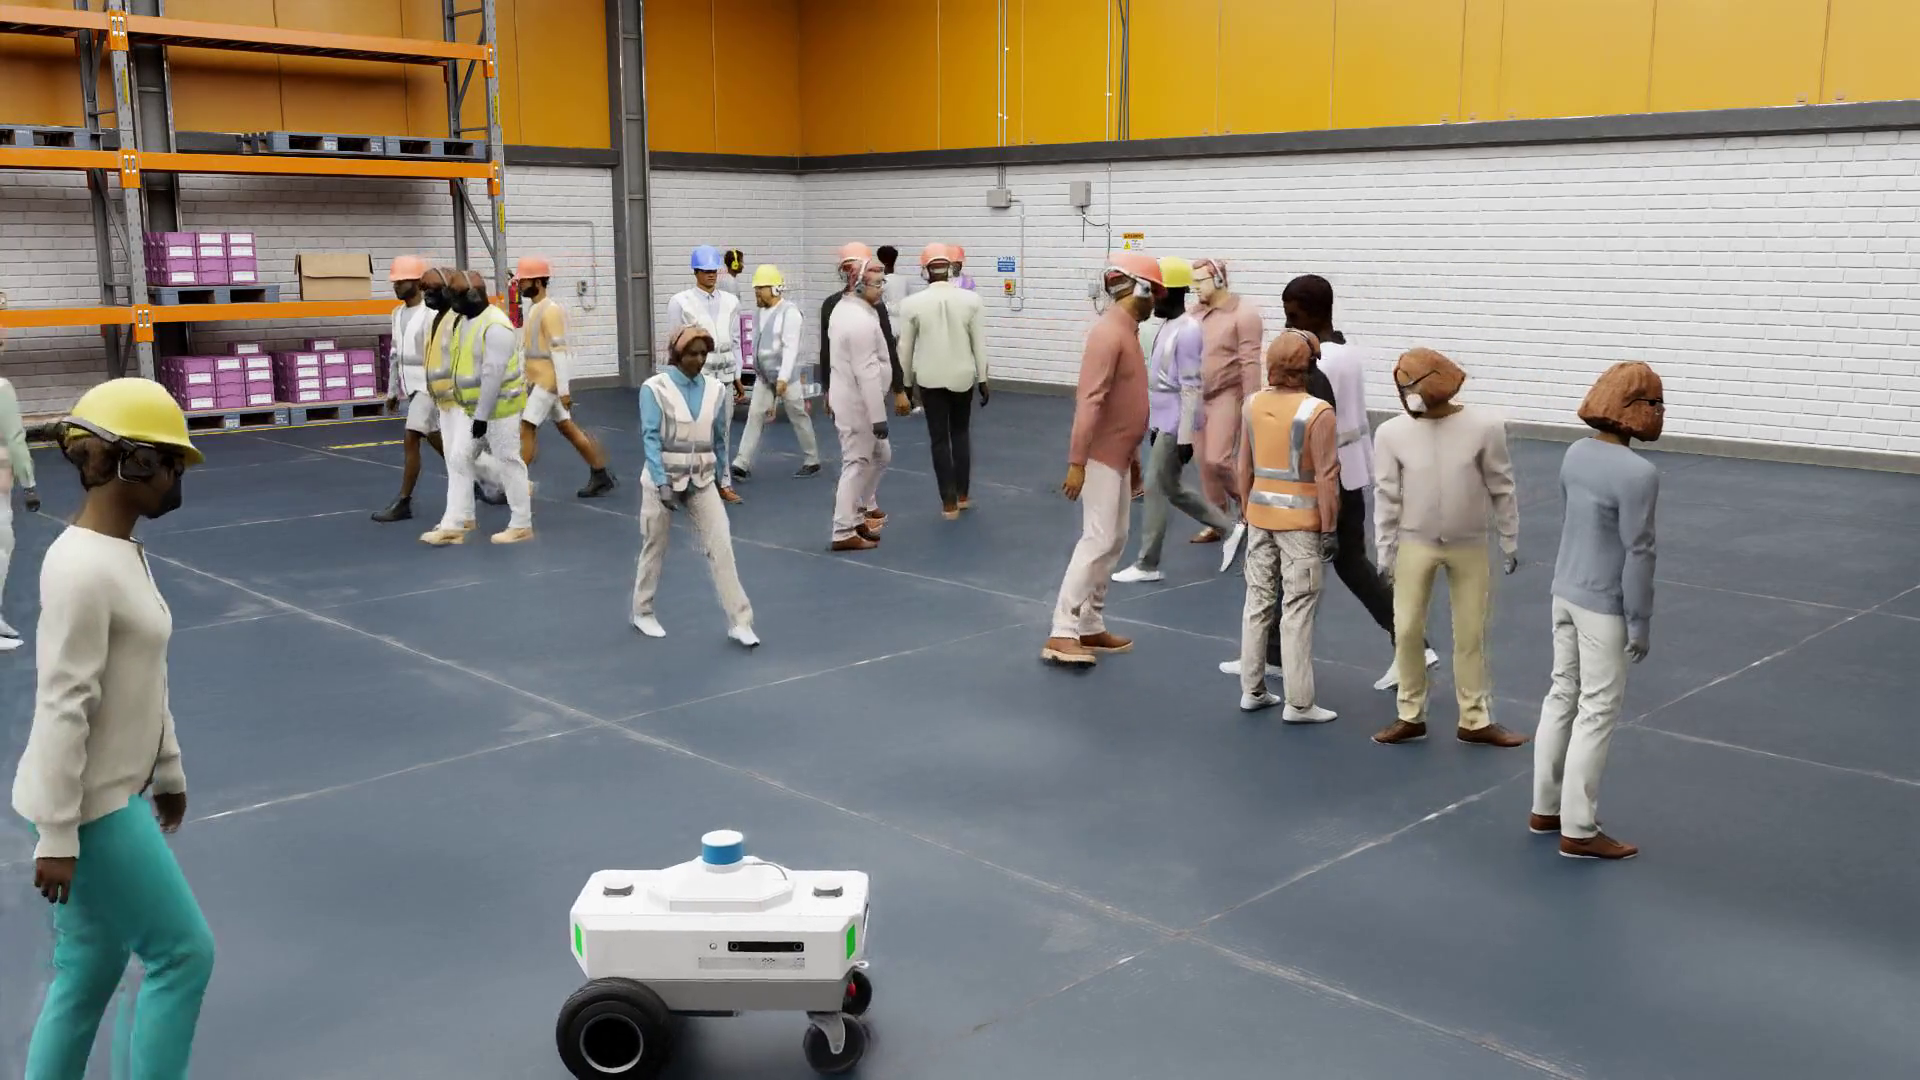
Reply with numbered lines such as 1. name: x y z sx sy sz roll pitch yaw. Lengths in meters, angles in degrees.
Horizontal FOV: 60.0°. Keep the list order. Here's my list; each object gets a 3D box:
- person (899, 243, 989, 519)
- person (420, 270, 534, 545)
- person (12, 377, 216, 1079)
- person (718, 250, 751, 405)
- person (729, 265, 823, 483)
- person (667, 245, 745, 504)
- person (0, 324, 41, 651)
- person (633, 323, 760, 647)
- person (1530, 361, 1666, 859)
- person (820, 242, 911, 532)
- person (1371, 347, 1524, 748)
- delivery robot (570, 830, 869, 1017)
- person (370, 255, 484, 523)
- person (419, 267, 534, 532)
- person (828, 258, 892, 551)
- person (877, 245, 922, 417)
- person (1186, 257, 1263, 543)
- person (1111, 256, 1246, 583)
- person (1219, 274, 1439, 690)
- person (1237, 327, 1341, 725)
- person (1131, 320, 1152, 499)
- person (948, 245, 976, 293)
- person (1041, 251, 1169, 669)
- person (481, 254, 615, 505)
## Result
1. person: -0.133 -1.157 12.071 0.631 1.954 0.816 -2 11 -9
2. person: -3.131 -0.824 10.716 0.836 1.791 0.657 -9 14 -42
3. person: -1.746 0.537 3.444 0.564 1.722 0.555 -5 11 -23
4. person: -2.765 -2.521 19.800 0.584 1.856 0.541 -4 11 -23
5. person: -1.525 -1.354 13.649 0.606 1.781 0.948 10 14 43
6. person: -1.889 -1.217 12.431 0.614 1.947 0.388 -8 13 -37
7. person: -4.717 -0.260 8.099 0.541 1.621 0.490 5 11 25
8. person: -1.357 -0.271 8.240 0.516 1.598 0.782 -8 13 -37
9. person: 2.098 0.229 5.445 0.299 1.623 0.490 -2 11 -9
10. person: -0.629 -1.026 11.322 0.555 1.969 0.691 -8 13 -37
11. person: 1.929 0.053 6.470 0.643 1.598 0.334 3 11 15
12. delivery robot: -0.579 0.961 4.103 0.707 0.478 0.477 0 10 1
13. person: -3.858 -1.110 12.033 0.567 1.891 0.987 8 13 39
14. person: -3.327 -0.946 11.328 0.593 1.818 0.650 -7 13 -35
15. person: -0.599 -0.839 10.569 0.520 1.878 0.672 -3 11 -15
16. person: -0.786 -2.342 18.674 1.027 1.923 0.606 7 12 33
17. person: 1.657 -0.892 10.870 0.430 1.883 0.652 -8 13 -37
18. person: 1.291 -0.691 9.670 0.791 1.905 0.597 0 10 -3
19. person: 1.682 -0.247 7.403 0.957 1.861 0.612 5 12 26
20. person: 1.363 -0.055 6.922 0.306 1.645 0.522 -7 13 -35
21. person: 1.350 -1.108 12.715 0.385 1.613 0.543 -1 10 -5
22. person: -0.025 -2.458 19.346 0.554 1.901 0.868 -5 11 -25
23. person: 0.704 -0.385 7.906 0.512 1.945 0.710 3 11 16
24. person: -3.120 -1.218 12.634 1.017 1.890 0.545 -4 11 -22
